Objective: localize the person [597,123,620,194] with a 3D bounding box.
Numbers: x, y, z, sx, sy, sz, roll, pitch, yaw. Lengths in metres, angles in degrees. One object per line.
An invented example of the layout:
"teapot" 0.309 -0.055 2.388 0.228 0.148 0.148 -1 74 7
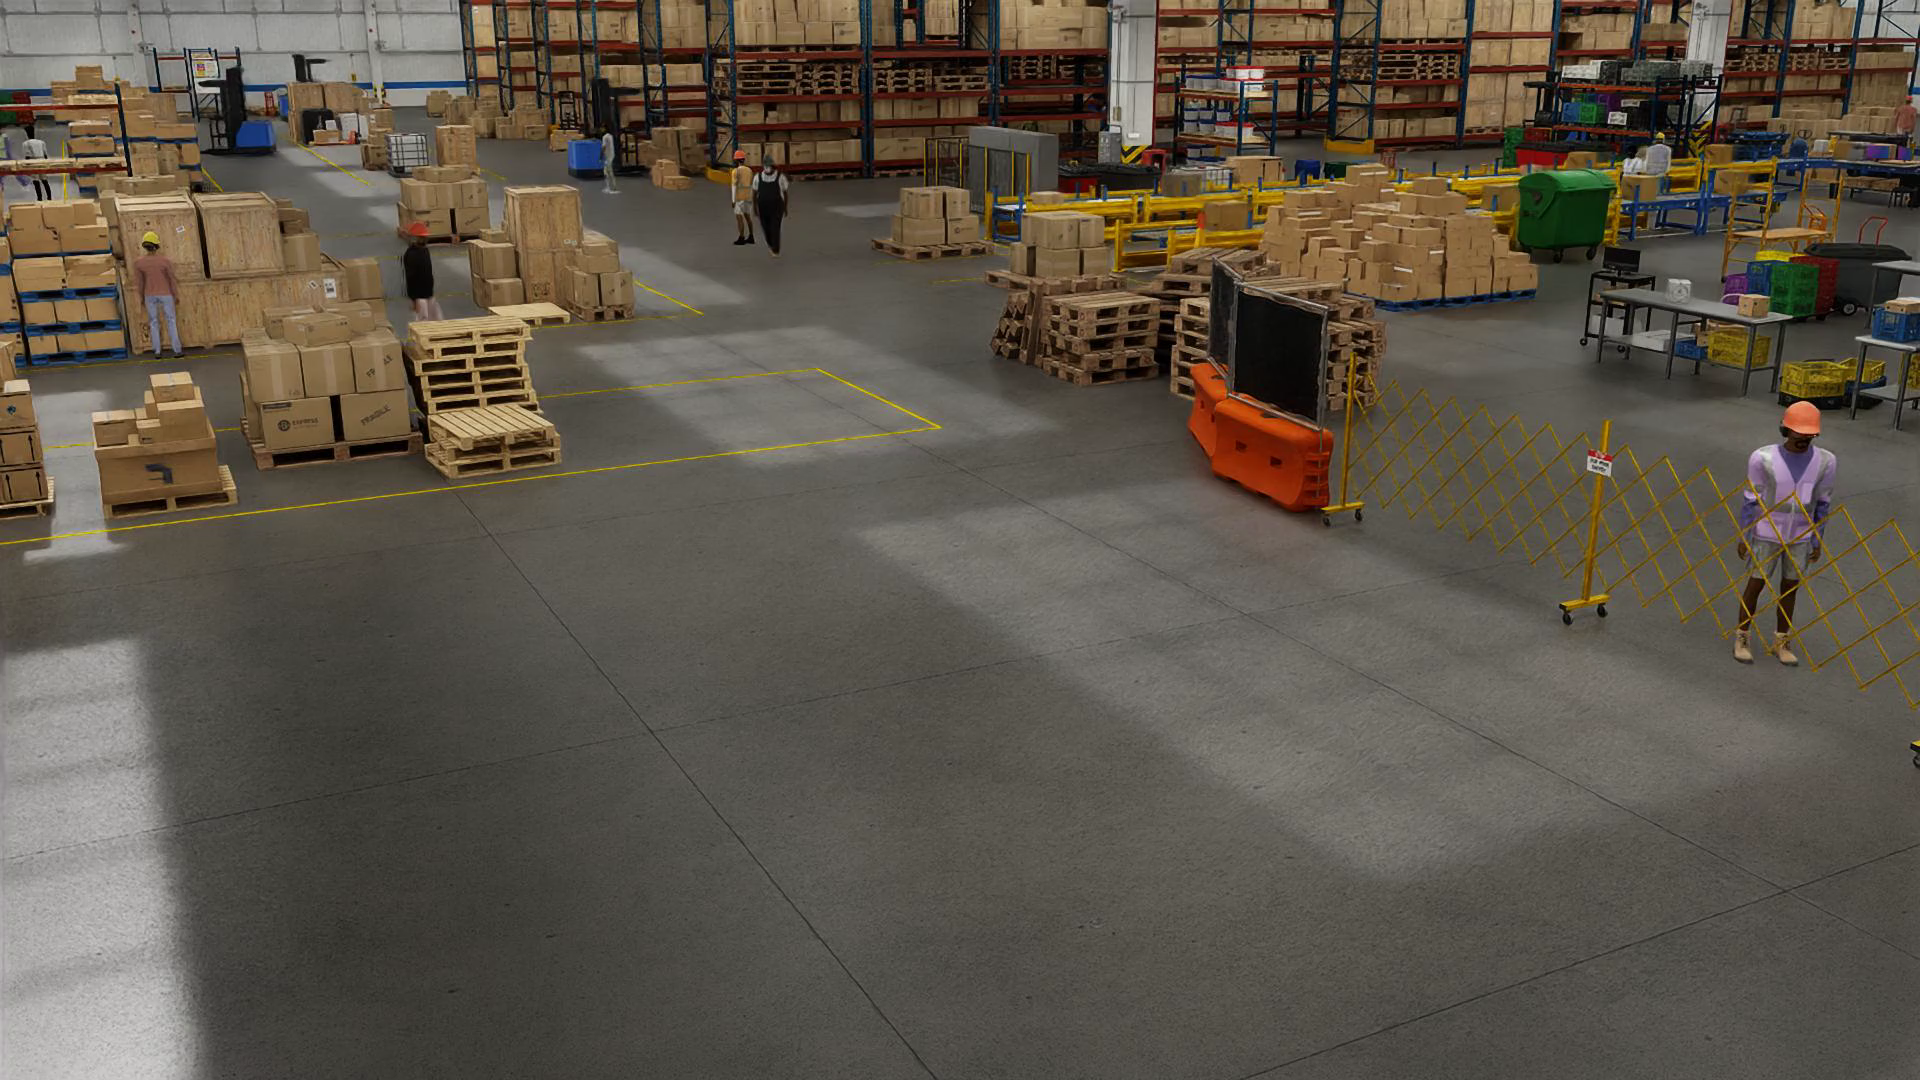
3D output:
"person" -9.343 -10.054 43.852 0.734 1.836 0.549 4 18 11

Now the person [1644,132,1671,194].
"person" 17.072 -9.051 40.756 0.588 1.823 0.403 6 19 17

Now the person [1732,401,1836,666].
"person" 6.094 -0.038 12.316 0.606 2.034 0.397 3 18 9

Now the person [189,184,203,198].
"person" -13.210 -5.275 28.995 0.988 1.818 0.517 8 19 23

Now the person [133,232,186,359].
"person" -11.214 -3.415 23.275 0.523 1.769 0.317 -4 18 -12

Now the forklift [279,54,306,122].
"forklift" -27.992 -19.202 70.697 1.873 2.768 1.129 -9 20 -26

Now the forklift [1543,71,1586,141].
"forklift" 18.685 -13.231 52.085 1.873 2.768 1.129 -9 20 -26

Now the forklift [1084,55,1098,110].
"forklift" 5.407 -18.925 69.833 1.873 2.768 1.129 -9 20 -26

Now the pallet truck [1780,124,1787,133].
"pallet truck" 25.206 -12.542 52.601 1.601 1.201 0.680 0 18 -2

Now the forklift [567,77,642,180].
"forklift" -10.286 -11.830 47.714 1.873 2.768 1.129 -9 20 -26

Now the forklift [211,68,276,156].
"forklift" -23.898 -14.202 55.110 1.873 2.768 1.129 -4 18 -11

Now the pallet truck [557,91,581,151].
"pallet truck" -13.495 -14.412 57.188 0.823 1.965 1.885 -3 18 -9

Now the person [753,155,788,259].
"person" -3.730 -6.622 32.834 0.698 2.000 0.808 2 18 5

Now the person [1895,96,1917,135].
"person" 31.159 -13.651 54.906 0.620 1.934 1.012 7 19 21

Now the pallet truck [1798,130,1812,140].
"pallet truck" 25.526 -11.556 49.408 1.630 1.274 0.653 -9 20 -26

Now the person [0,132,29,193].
"person" -25.283 -10.143 44.107 0.616 1.872 0.958 6 19 19

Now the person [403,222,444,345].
"person" -7.354 -3.360 22.757 0.431 1.977 0.642 3 18 8

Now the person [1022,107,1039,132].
"person" 2.261 -13.088 53.542 0.539 1.696 0.318 6 19 18

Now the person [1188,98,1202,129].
"person" 8.796 -15.867 62.340 0.516 1.611 0.555 -1 18 -2

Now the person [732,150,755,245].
"person" -4.529 -7.100 34.515 0.388 1.926 0.543 12 22 34

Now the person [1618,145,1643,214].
"person" 15.645 -8.382 38.893 0.381 1.679 0.547 -9 20 -27

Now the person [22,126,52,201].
"person" -22.801 -9.224 41.065 0.362 1.962 0.613 8 19 24

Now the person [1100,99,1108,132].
"person" 4.919 -13.934 55.946 0.429 1.846 0.625 14 22 36
